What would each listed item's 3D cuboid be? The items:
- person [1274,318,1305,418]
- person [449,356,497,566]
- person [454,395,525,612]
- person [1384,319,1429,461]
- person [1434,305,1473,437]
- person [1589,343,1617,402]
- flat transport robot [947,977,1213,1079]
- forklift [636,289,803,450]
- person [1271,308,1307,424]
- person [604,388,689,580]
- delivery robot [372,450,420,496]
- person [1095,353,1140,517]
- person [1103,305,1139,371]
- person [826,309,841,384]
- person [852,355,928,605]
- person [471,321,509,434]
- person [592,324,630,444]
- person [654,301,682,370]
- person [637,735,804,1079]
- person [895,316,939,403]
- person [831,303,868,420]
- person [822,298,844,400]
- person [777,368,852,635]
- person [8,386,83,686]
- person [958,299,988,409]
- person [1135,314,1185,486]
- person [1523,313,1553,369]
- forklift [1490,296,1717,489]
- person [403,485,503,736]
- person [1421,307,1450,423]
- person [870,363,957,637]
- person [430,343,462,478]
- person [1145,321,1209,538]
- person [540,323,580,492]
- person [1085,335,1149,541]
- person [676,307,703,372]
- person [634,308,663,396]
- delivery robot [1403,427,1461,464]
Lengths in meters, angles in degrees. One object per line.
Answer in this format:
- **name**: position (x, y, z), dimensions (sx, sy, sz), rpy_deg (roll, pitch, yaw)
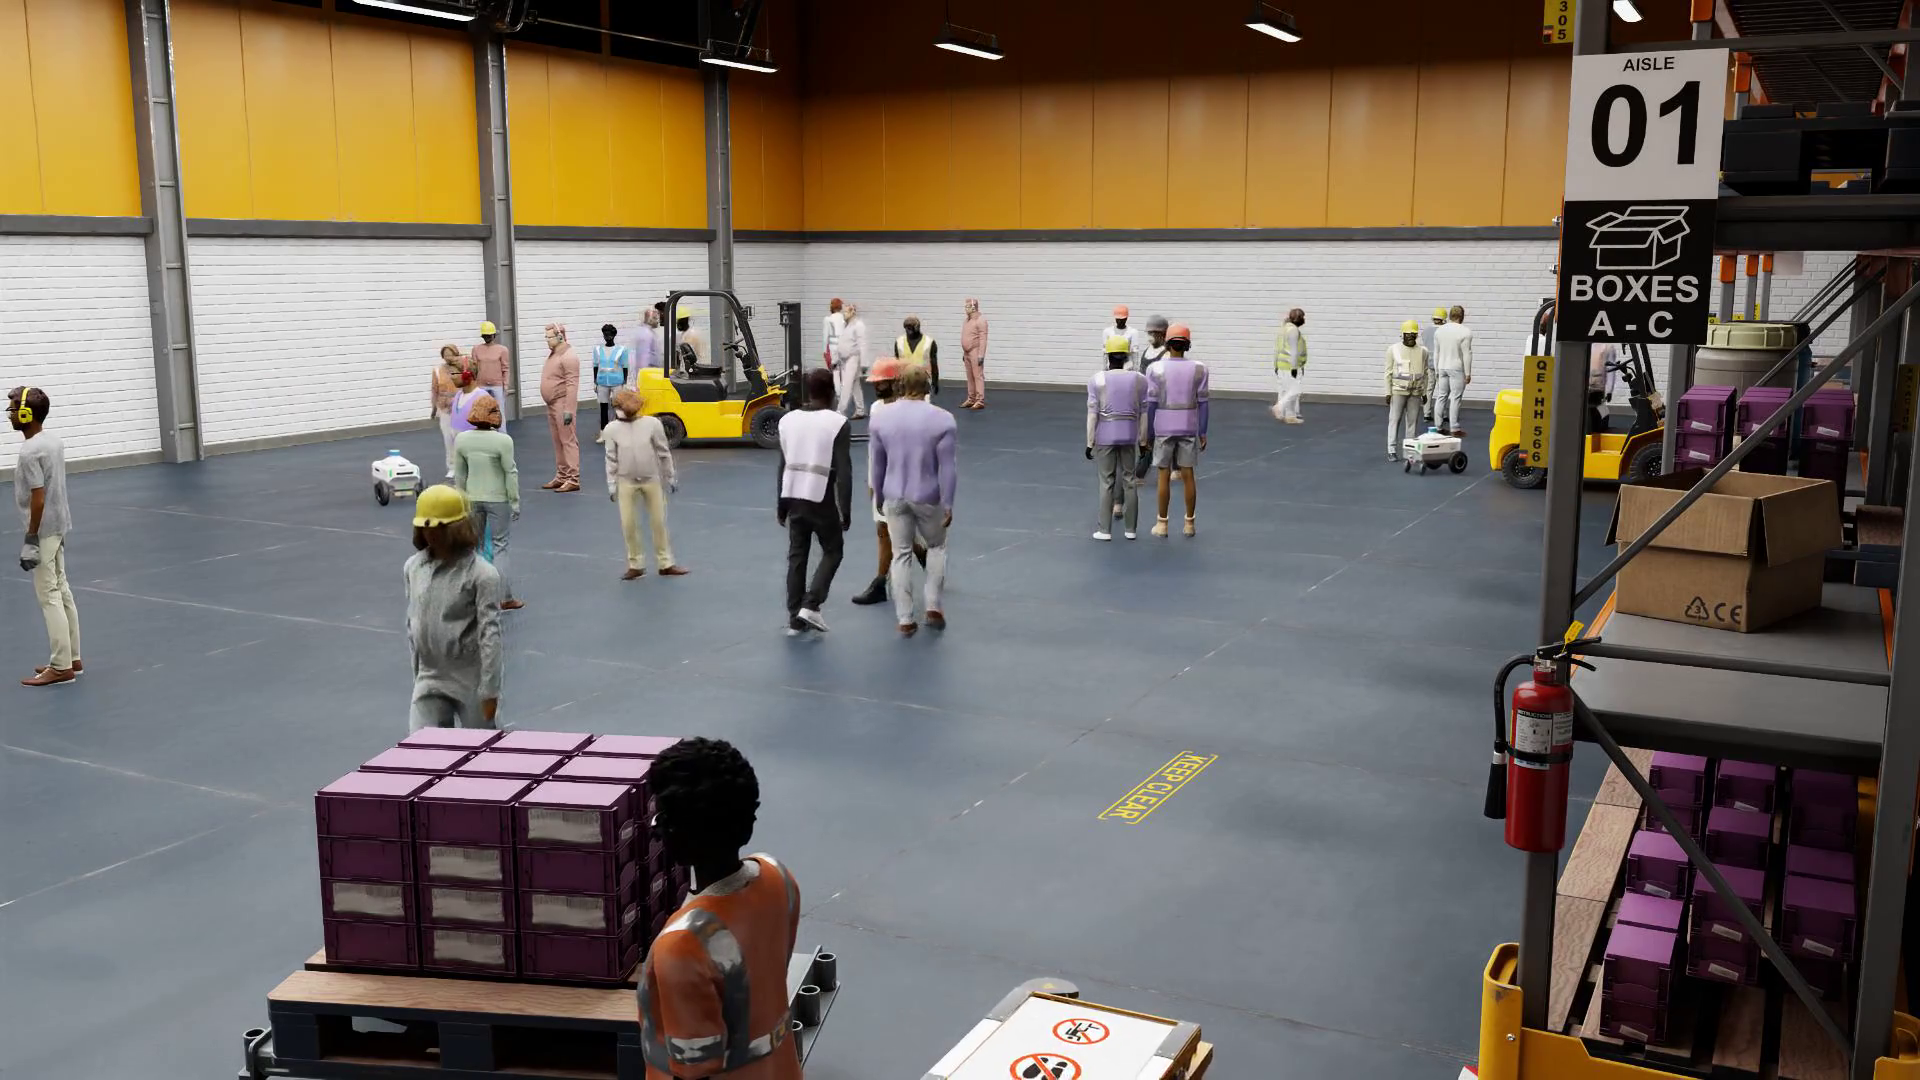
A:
- **person**: position (5.367, -2.802, 27.122), dimensions (0.514, 1.636, 0.315), rpy_deg (4, 11, 23)
- **person**: position (-4.036, -0.617, 13.884), dimensions (0.396, 1.840, 0.565), rpy_deg (-8, 13, -39)
- **person**: position (-3.538, -0.273, 12.485), dimensions (0.509, 1.632, 0.267), rpy_deg (3, 10, 15)
- **person**: position (5.775, -1.928, 21.493), dimensions (0.590, 1.833, 0.404), rpy_deg (-1, 10, -8)
- **person**: position (7.210, -2.465, 24.337), dimensions (0.378, 1.934, 0.634), rpy_deg (-7, 12, -37)
- **person**: position (8.263, -1.981, 21.865), dimensions (0.658, 1.814, 0.587), rpy_deg (6, 11, 31)
- **flat transport robot**: position (0.230, 1.708, 4.963), dimensions (0.652, 0.197, 1.431), rpy_deg (5, 11, 26)
- **forklift**: position (-3.358, -2.392, 23.136), dimensions (2.313, 2.155, 1.214), rpy_deg (-1, 10, -5)
- **person**: position (5.205, -2.722, 26.109), dimensions (0.475, 1.824, 0.647), rpy_deg (1, 10, 7)
- **person**: position (-2.570, -0.453, 13.637), dimensions (0.657, 1.596, 0.373), rpy_deg (-1, 10, -7)
- **delivery robot**: position (-6.094, -0.727, 17.966), dimensions (0.477, 0.478, 0.707), rpy_deg (-7, 12, -33)
- **person**: position (1.617, -1.145, 17.092), dimensions (0.510, 1.805, 0.974), rpy_deg (2, 10, 14)
- **person**: position (2.414, -2.577, 25.025), dimensions (0.553, 1.922, 0.430), rpy_deg (3, 10, 16)
- **person**: position (-2.465, -3.879, 33.104), dimensions (0.555, 1.714, 0.555), rpy_deg (4, 11, 23)
- **person**: position (-0.470, -0.478, 12.870), dimensions (0.818, 1.915, 0.559), rpy_deg (-7, 12, -35)
- **person**: position (-6.401, -2.095, 22.664), dimensions (0.523, 1.765, 0.316), rpy_deg (0, 10, -2)
- **person**: position (-4.922, -2.195, 23.438), dimensions (0.532, 1.695, 0.319), rpy_deg (1, 10, 5)
- **person**: position (-4.443, -2.603, 25.015), dimensions (0.606, 1.966, 0.367), rpy_deg (5, 11, 26)
- **person**: position (-0.505, 1.243, 3.537), dimensions (0.319, 1.695, 0.532), rpy_deg (2, 10, 14)
- **person**: position (-0.596, -2.212, 23.196), dimensions (0.647, 1.820, 0.708), rpy_deg (2, 10, 11)
- **person**: position (-1.863, -2.833, 26.607), dimensions (0.885, 1.875, 0.658), rpy_deg (-6, 11, -31)
- **person**: position (-2.237, -3.506, 30.525), dimensions (0.617, 1.863, 0.494), rpy_deg (-4, 11, -22)
- **person**: position (-1.042, -0.262, 11.713), dimensions (0.615, 1.885, 0.549), rpy_deg (5, 11, 26)
- **person**: position (-5.732, -0.026, 10.375), dimensions (0.328, 1.872, 0.508), rpy_deg (-2, 10, -12)
- **person**: position (0.216, -3.202, 28.672), dimensions (0.402, 1.904, 0.639), rpy_deg (-5, 11, -27)
- **person**: position (2.306, -1.663, 19.357), dimensions (1.042, 2.000, 0.693), rpy_deg (-5, 11, -26)
- **person**: position (7.802, -2.124, 22.479), dimensions (0.337, 1.881, 0.583), rpy_deg (-1, 10, -6)
- **forklift**: position (7.296, -1.677, 18.993), dimensions (2.313, 2.155, 1.214), rpy_deg (5, 11, 27)
- **person**: position (-2.192, 0.613, 7.159), dimensions (0.505, 1.713, 0.746), rpy_deg (3, 10, 18)
- **person**: position (7.579, -2.767, 26.339), dimensions (0.403, 1.837, 0.591), rpy_deg (-9, 13, -41)
- **person**: position (-0.321, -0.283, 11.738), dimensions (0.633, 1.910, 0.576), rpy_deg (1, 10, 8)
- **person**: position (-6.044, -1.551, 19.918), dimensions (0.555, 1.621, 0.393), rpy_deg (1, 10, 8)
- **person**: position (2.036, -1.039, 15.737), dimensions (0.615, 2.041, 0.376), rpy_deg (-1, 10, -5)
- **person**: position (-4.524, -1.493, 18.773), dimensions (0.407, 1.905, 0.639), rpy_deg (-6, 12, -33)
- **person**: position (1.458, -0.947, 15.544), dimensions (0.595, 1.923, 0.378), rpy_deg (-2, 10, -11)
- **person**: position (-4.098, -2.485, 24.578), dimensions (0.934, 1.872, 0.578), rpy_deg (-5, 11, -28)
- **person**: position (-4.503, -2.441, 24.331), dimensions (0.635, 1.883, 0.682), rpy_deg (-3, 10, -17)
- **delivery robot**: position (5.771, -1.137, 20.336), dimensions (0.707, 0.478, 0.477), rpy_deg (-5, 11, -25)
